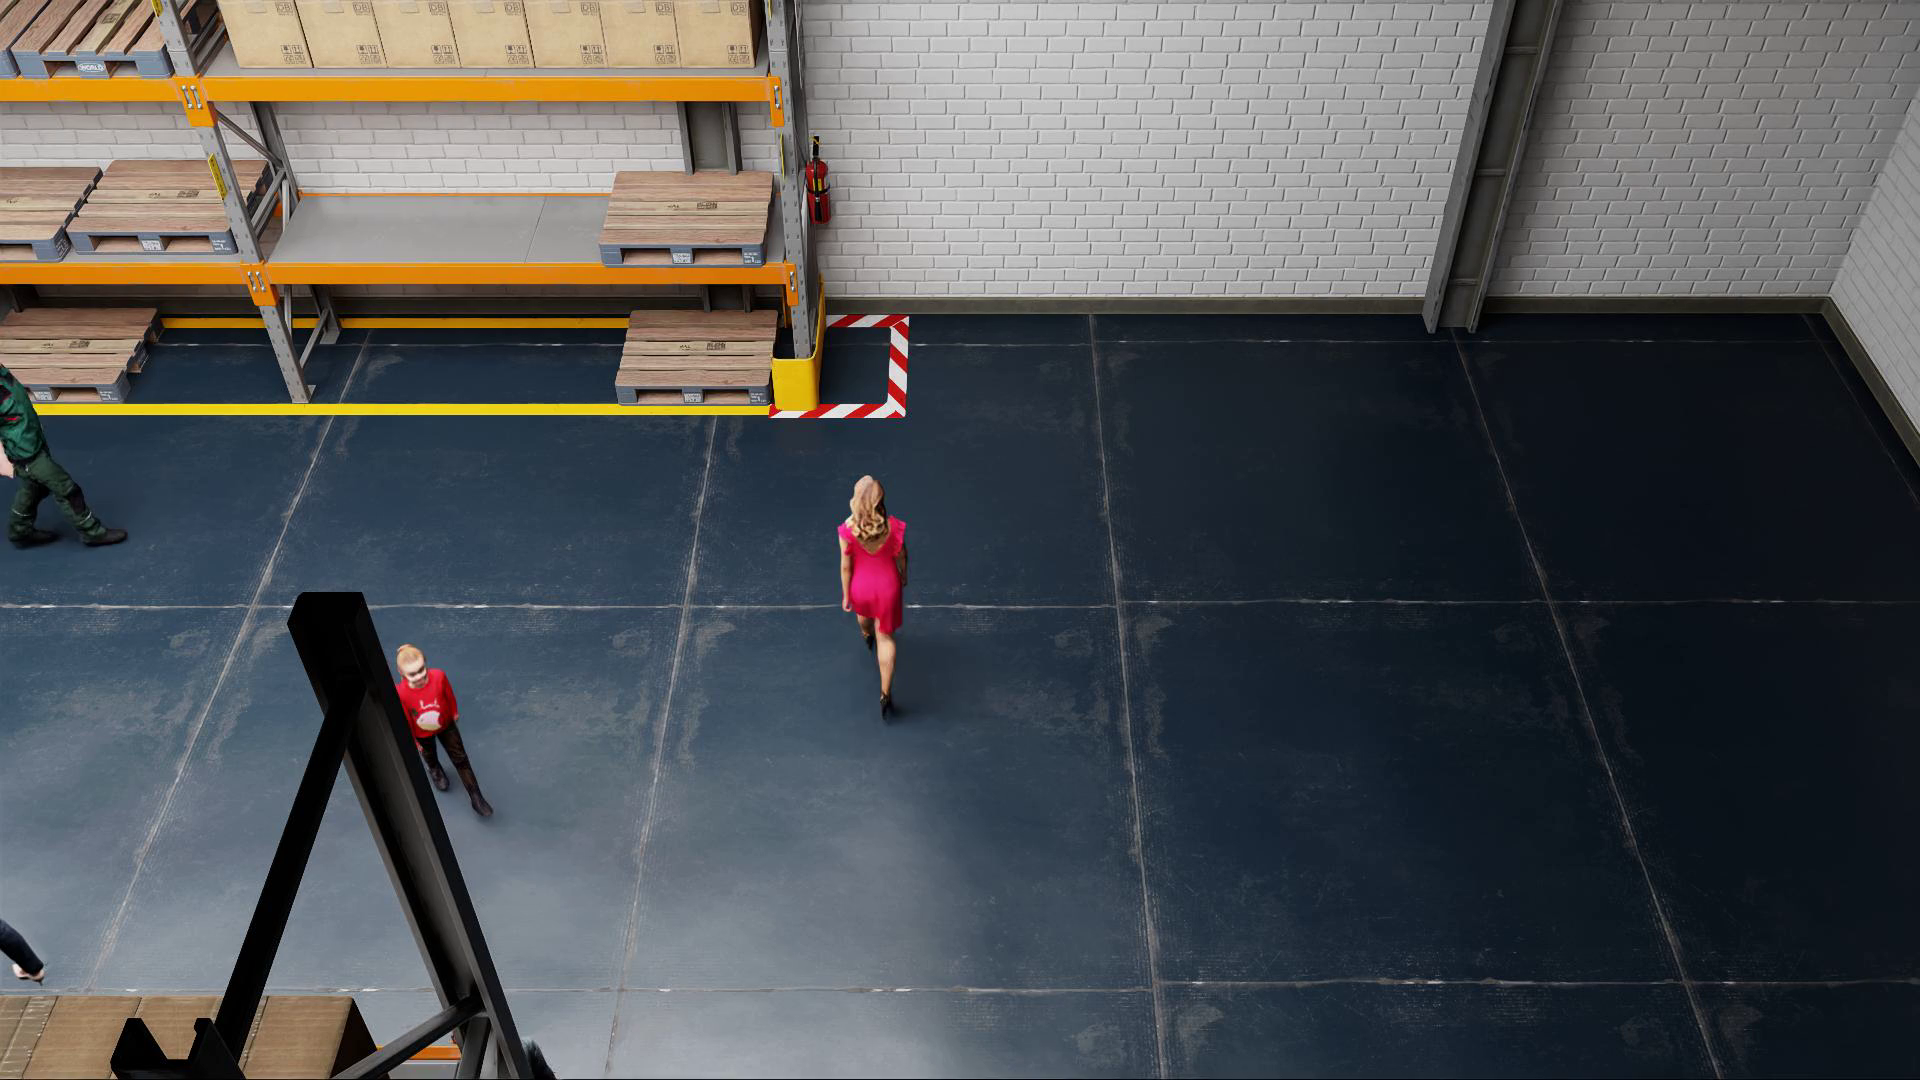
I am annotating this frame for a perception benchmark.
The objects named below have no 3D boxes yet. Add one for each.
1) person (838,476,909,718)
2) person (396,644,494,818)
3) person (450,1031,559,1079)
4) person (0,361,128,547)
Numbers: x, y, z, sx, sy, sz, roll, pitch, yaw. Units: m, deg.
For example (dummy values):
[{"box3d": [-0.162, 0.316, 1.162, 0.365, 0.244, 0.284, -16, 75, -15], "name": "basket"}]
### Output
[{"box3d": [-0.521, 0.378, 10.387, 0.995, 1.677, 0.680, -3, 44, -3], "name": "person"}, {"box3d": [-3.188, 1.076, 9.961, 0.889, 1.251, 0.868, -26, 49, -25], "name": "person"}, {"box3d": [-1.961, 2.832, 7.801, 1.057, 1.690, 1.152, -33, 53, -30], "name": "person"}, {"box3d": [-6.475, -0.638, 11.354, 1.091, 1.813, 0.835, -11, 45, -11], "name": "person"}]
